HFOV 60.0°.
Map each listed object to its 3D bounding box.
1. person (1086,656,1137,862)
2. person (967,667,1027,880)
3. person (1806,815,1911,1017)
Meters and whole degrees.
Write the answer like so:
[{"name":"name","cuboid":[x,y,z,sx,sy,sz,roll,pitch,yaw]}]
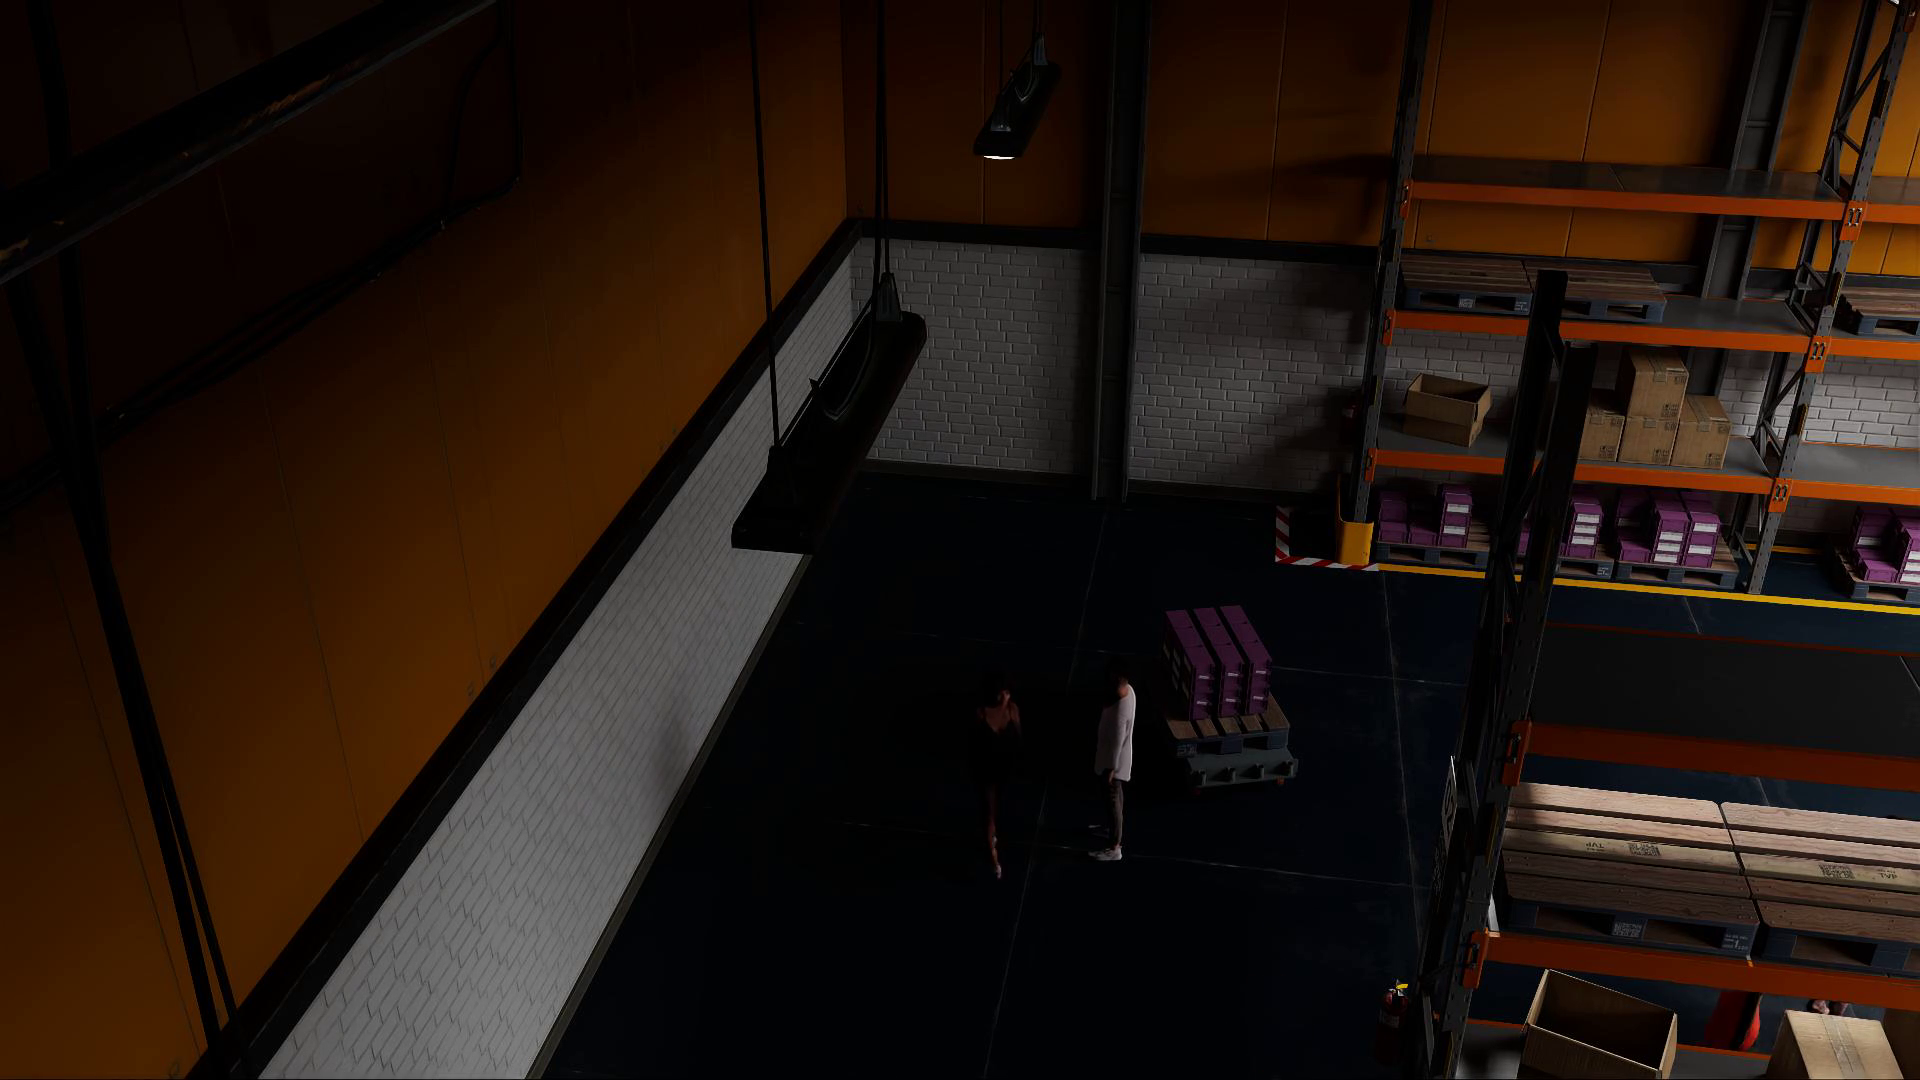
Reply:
[{"name":"person","cuboid":[1.203,1.678,13.008,0.573,1.841,0.677,3,29,5]},{"name":"person","cuboid":[0.228,1.715,13.020,0.901,1.764,0.884,-10,30,-17]},{"name":"person","cuboid":[6.106,2.624,11.314,0.579,1.801,0.647,0,29,0]}]
